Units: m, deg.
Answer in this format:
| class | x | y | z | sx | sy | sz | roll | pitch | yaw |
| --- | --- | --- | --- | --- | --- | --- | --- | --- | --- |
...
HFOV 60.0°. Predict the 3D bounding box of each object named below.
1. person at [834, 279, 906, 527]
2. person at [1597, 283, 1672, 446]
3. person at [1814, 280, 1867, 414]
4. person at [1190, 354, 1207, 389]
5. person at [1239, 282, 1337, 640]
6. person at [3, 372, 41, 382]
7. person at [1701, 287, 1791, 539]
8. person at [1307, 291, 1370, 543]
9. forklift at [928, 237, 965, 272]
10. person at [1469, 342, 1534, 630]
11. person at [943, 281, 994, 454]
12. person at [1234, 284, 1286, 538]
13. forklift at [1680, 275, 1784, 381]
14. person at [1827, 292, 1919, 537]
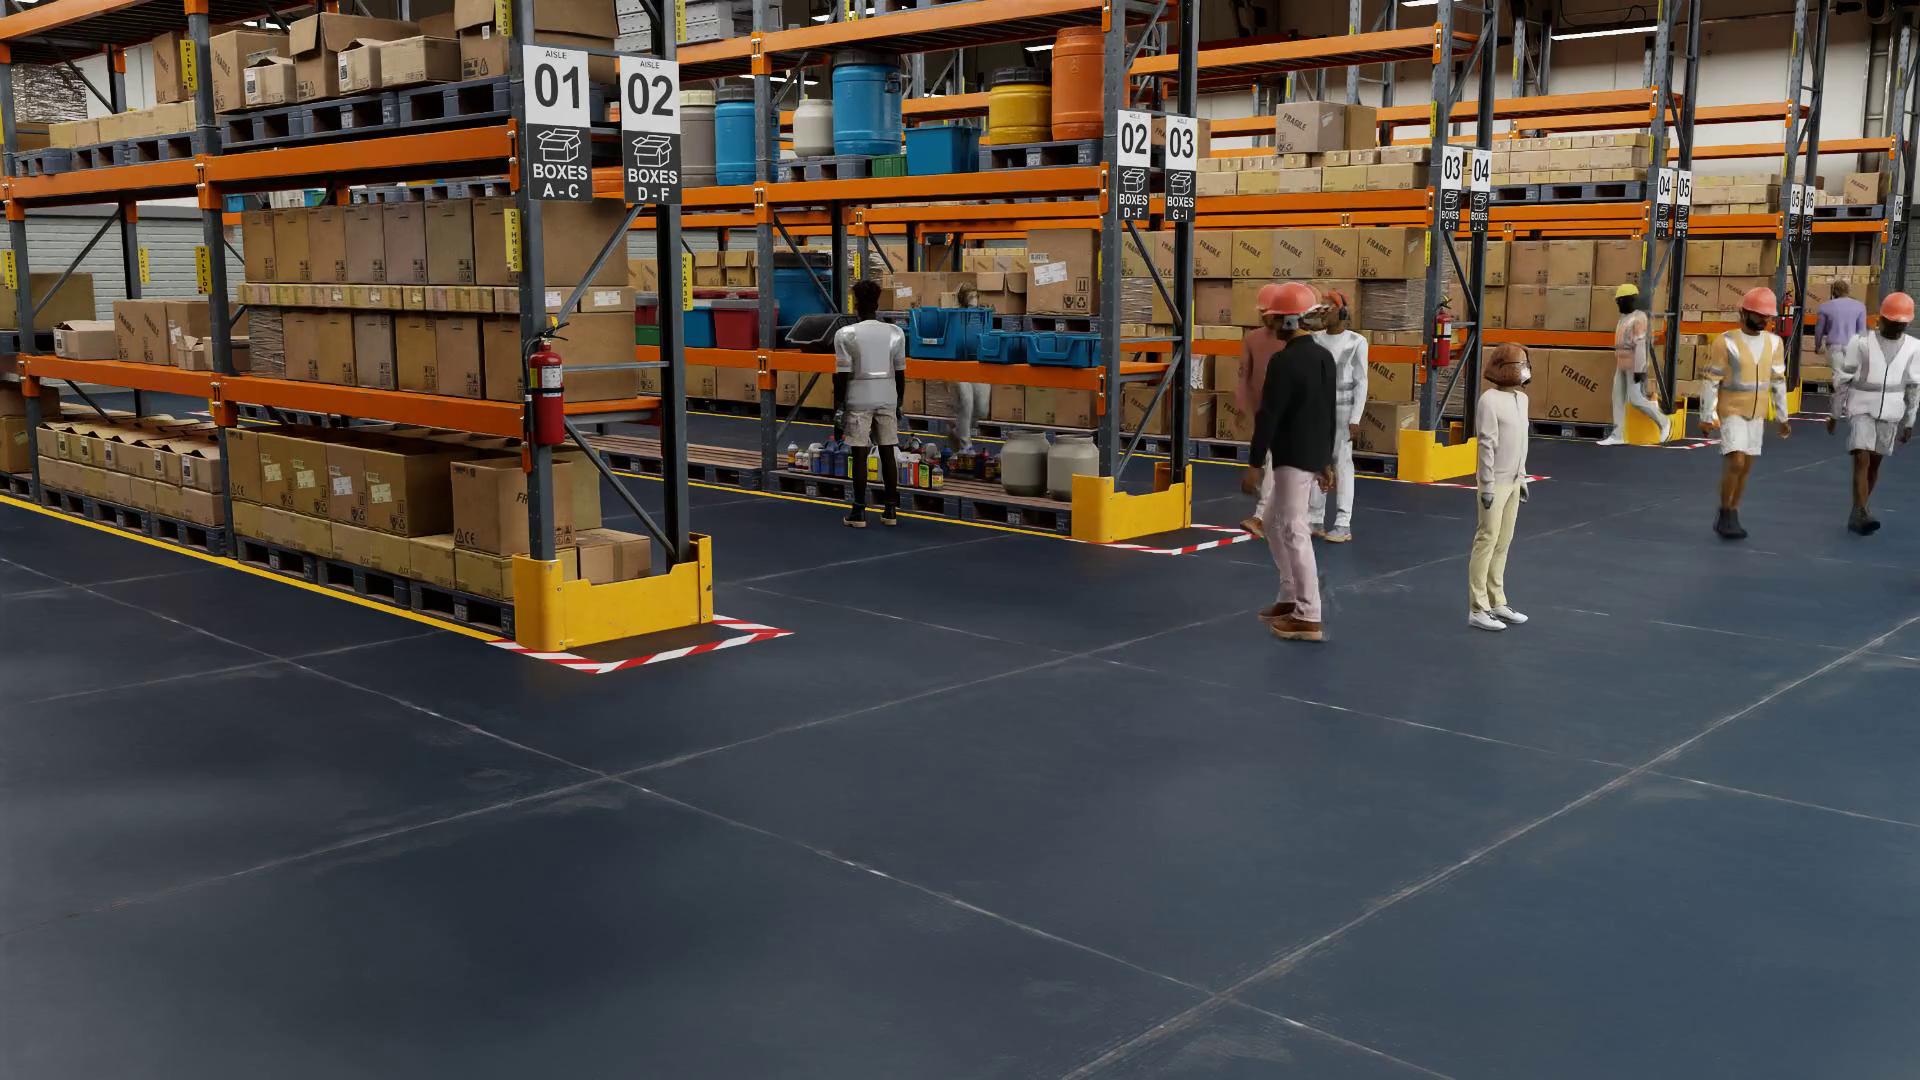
| class | x | y | z | sx | sy | sz | roll | pitch | yaw |
| --- | --- | --- | --- | --- | --- | --- | --- | --- | --- |
| person | -0.721 | -1.091 | 13.297 | 0.603 | 1.967 | 0.368 | -4 | 10 | -23 |
| person | 7.894 | -2.041 | 19.385 | 0.778 | 1.892 | 0.599 | 0 | 9 | 0 |
| person | 12.546 | -2.756 | 23.759 | 0.633 | 1.879 | 0.994 | 1 | 9 | 8 |
| person | 2.930 | -2.317 | 21.218 | 0.430 | 1.838 | 0.619 | 5 | 10 | 27 |
| person | 1.823 | -0.441 | 9.305 | 0.628 | 1.973 | 0.624 | 6 | 11 | 33 |
| person | -11.286 | -2.091 | 19.893 | 0.536 | 1.817 | 0.598 | 8 | 12 | 40 |
| person | 5.968 | -0.949 | 12.588 | 0.557 | 1.907 | 0.600 | -2 | 9 | -11 |
| person | 2.806 | -0.934 | 12.590 | 0.354 | 1.883 | 0.572 | -7 | 12 | -38 |
| forklift | -0.326 | -5.817 | 39.609 | 1.129 | 2.768 | 1.873 | 9 | 13 | 43 |
| person | 3.123 | -0.317 | 9.559 | 0.280 | 1.636 | 0.500 | 8 | 12 | 42 |
| person | 0.052 | -1.737 | 17.383 | 0.645 | 1.927 | 0.618 | -6 | 11 | -33 |
| person | 2.447 | -1.007 | 12.913 | 0.593 | 1.931 | 1.076 | 9 | 13 | 43 |
| forklift | 12.480 | -3.427 | 27.053 | 1.214 | 2.155 | 2.313 | 9 | 13 | 43 |
| person | 7.036 | -0.953 | 12.762 | 0.614 | 1.861 | 0.995 | 2 | 10 | 14 |
